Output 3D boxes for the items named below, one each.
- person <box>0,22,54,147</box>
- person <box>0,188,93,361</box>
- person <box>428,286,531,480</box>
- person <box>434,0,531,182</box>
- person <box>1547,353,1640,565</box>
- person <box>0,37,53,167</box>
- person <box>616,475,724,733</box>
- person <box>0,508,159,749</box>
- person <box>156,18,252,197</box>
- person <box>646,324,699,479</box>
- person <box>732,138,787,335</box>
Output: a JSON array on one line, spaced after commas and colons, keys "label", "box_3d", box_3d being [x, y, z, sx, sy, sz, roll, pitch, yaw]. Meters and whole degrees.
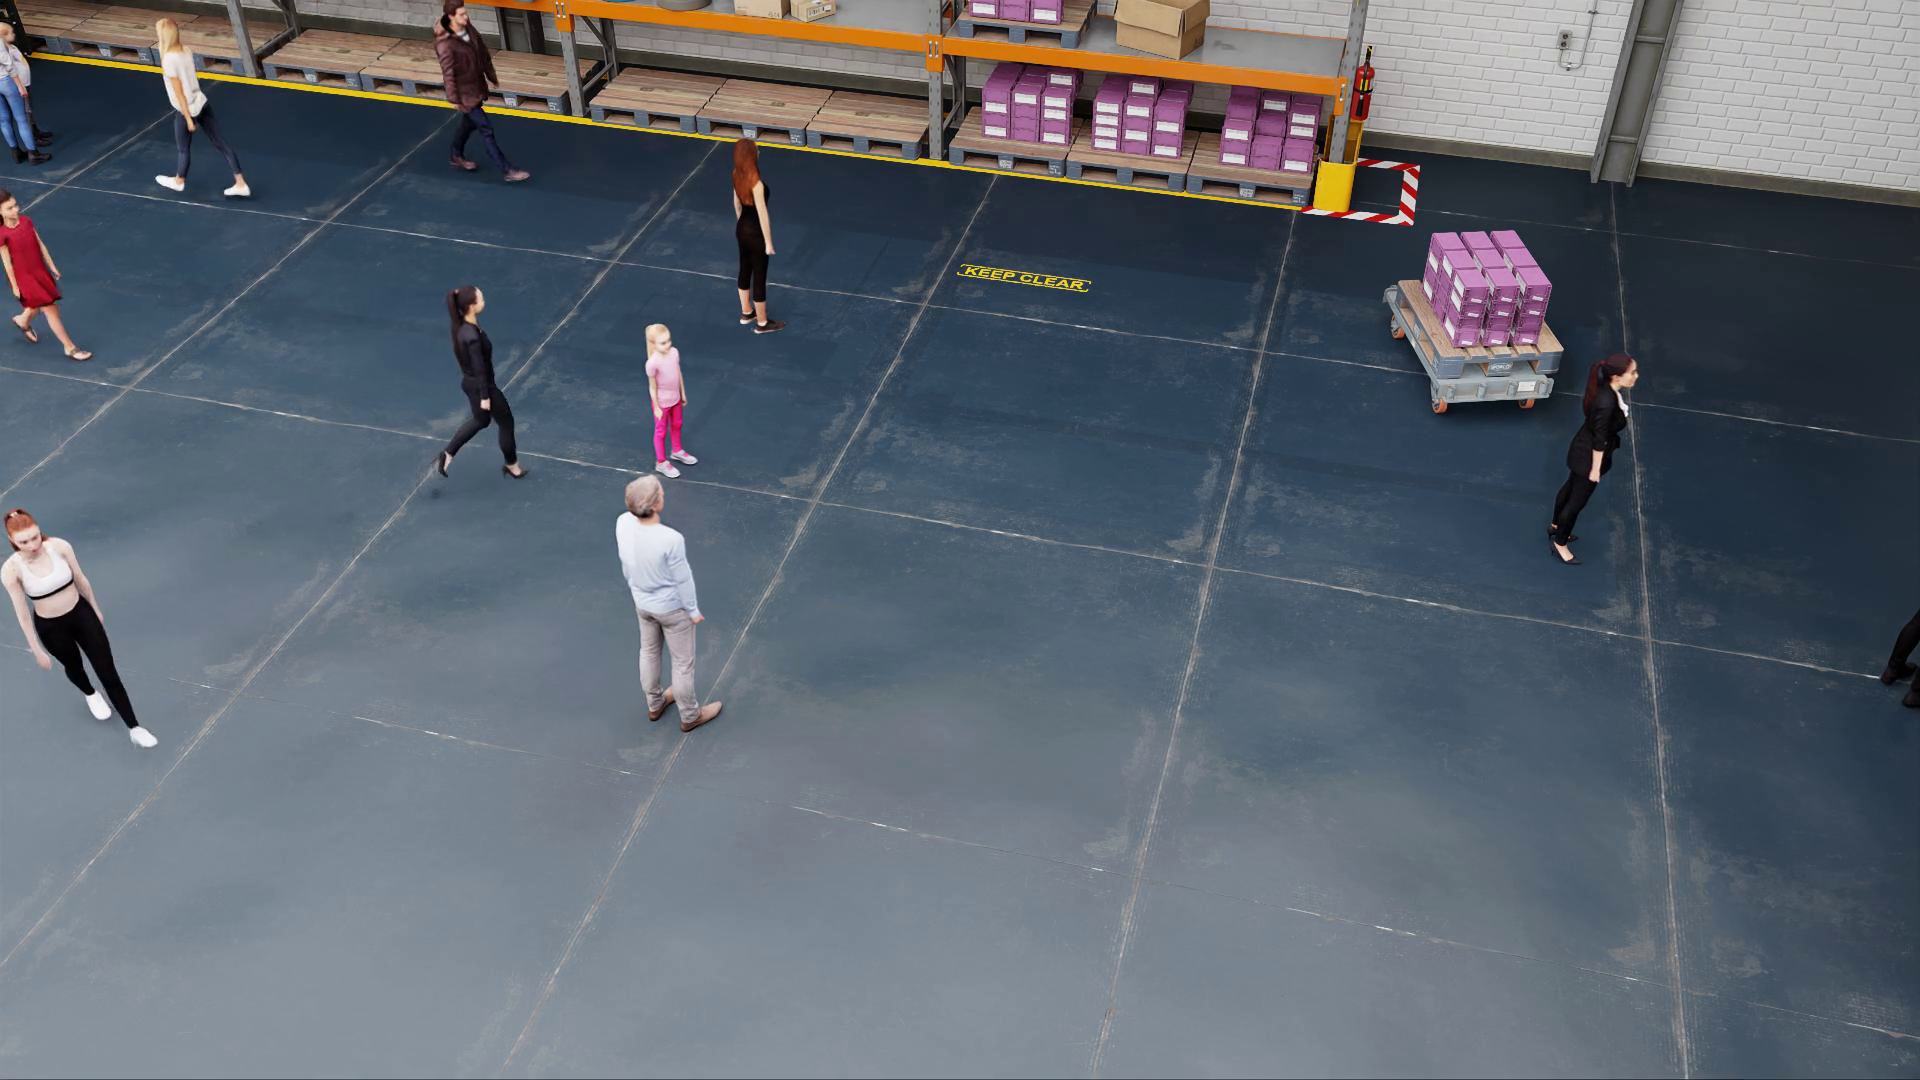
[{"label": "person", "box_3d": [-9.631, -4.667, 17.022, 0.620, 1.274, 0.576, -14, 41, -17]}, {"label": "person", "box_3d": [-7.735, -2.205, 13.739, 0.973, 1.523, 0.541, 10, 40, 12]}, {"label": "person", "box_3d": [-3.582, -1.083, 12.203, 1.018, 1.688, 0.960, -17, 42, -20]}, {"label": "person", "box_3d": [-4.862, -4.390, 16.260, 1.165, 1.793, 0.734, 10, 40, 12]}, {"label": "person", "box_3d": [4.391, -0.592, 11.610, 0.531, 1.660, 0.595, 9, 39, 11]}, {"label": "person", "box_3d": [-9.545, -4.533, 16.566, 0.448, 1.633, 0.664, 11, 40, 13]}, {"label": "person", "box_3d": [-1.827, 0.391, 10.192, 0.616, 1.894, 0.789, 21, 43, 24]}, {"label": "person", "box_3d": [-5.527, 0.496, 10.210, 1.182, 1.707, 0.969, 31, 48, 33]}, {"label": "person", "box_3d": [-7.226, -4.072, 15.878, 1.144, 1.771, 0.681, 7, 39, 8]}, {"label": "person", "box_3d": [-2.216, -1.076, 12.529, 0.563, 1.270, 0.537, 23, 44, 26]}, {"label": "person", "box_3d": [-1.757, -2.576, 14.042, 0.710, 1.726, 0.630, -26, 45, -29]}]
